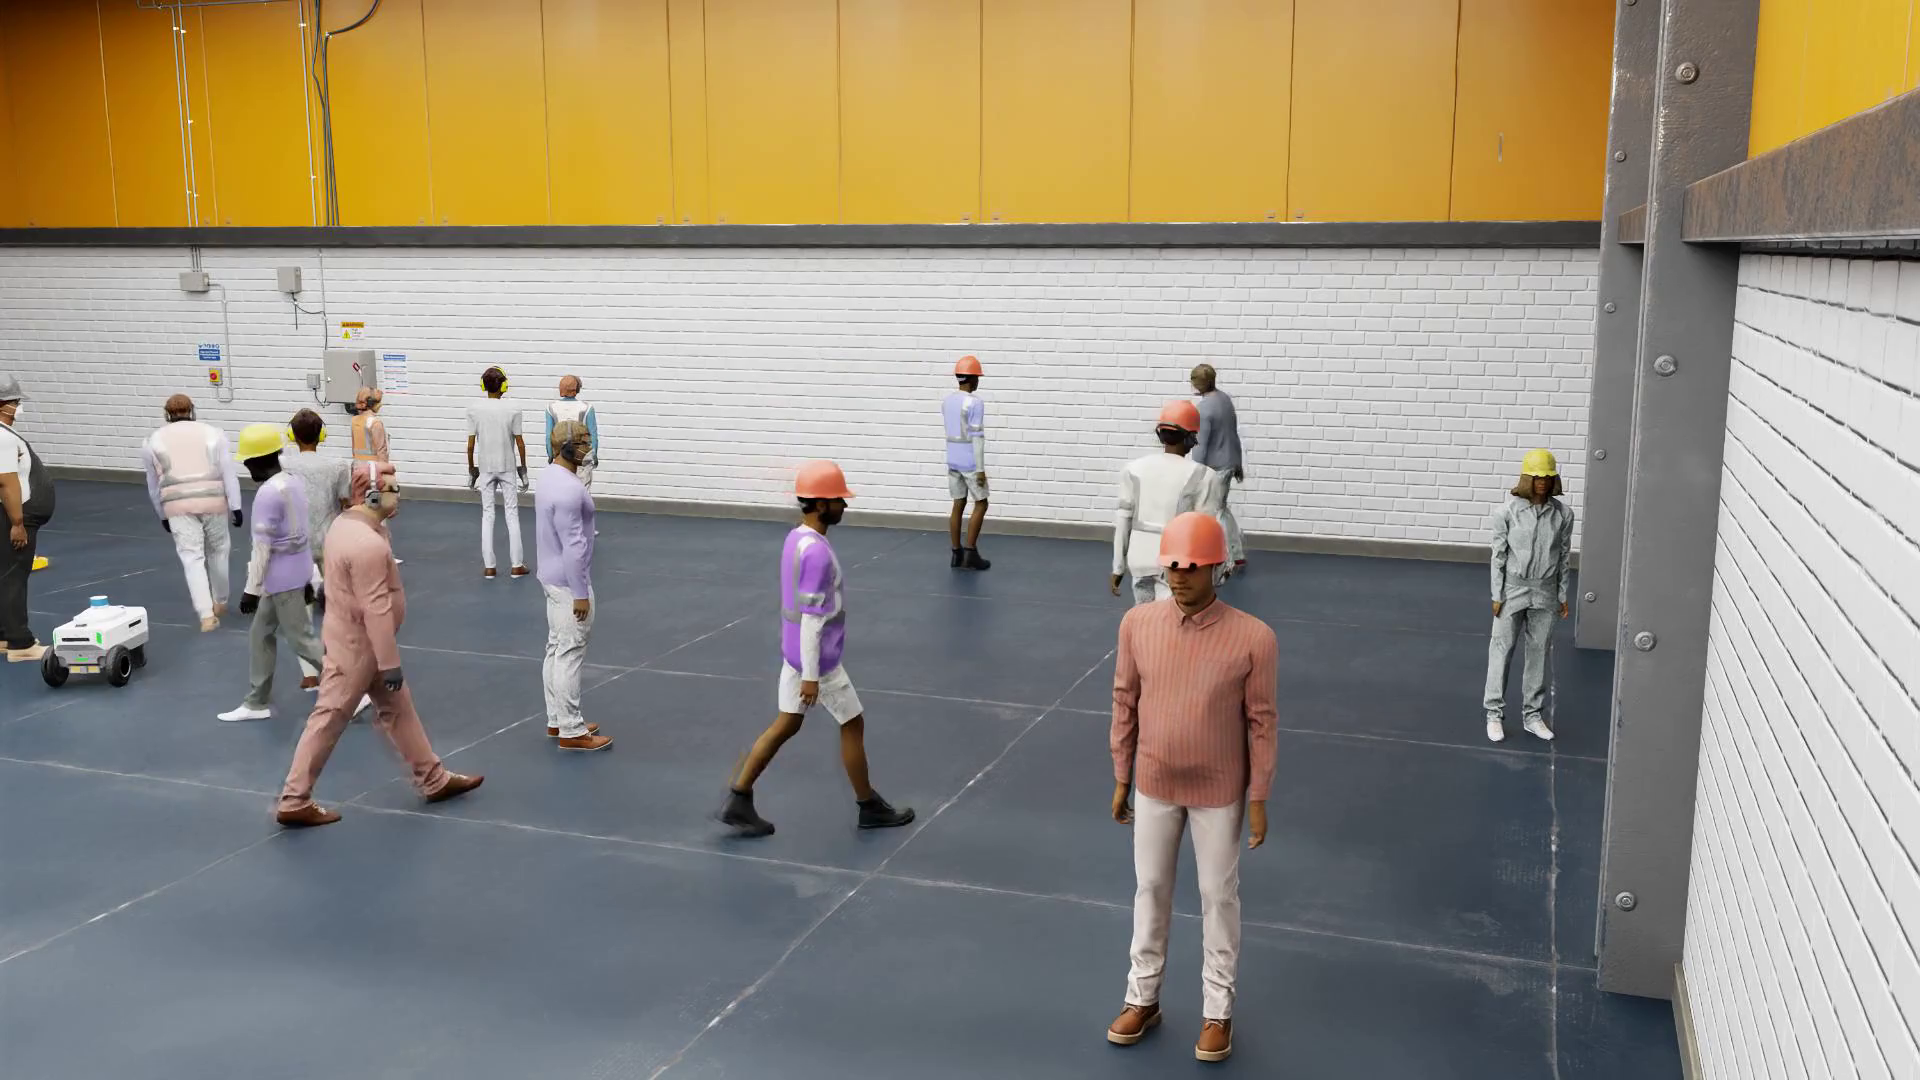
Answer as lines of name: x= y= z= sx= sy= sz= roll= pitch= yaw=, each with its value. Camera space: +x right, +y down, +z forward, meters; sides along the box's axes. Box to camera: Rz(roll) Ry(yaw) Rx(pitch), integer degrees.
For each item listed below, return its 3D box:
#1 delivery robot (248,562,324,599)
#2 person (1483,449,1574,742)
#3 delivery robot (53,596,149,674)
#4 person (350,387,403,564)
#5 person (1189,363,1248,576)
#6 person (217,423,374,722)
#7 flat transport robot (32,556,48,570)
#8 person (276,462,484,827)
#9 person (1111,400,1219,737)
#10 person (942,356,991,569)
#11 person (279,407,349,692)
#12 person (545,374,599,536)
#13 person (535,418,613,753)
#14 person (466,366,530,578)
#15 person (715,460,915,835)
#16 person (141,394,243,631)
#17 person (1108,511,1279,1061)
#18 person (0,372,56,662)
delivery robot: x=-5.286 y=0.261 z=13.272 sx=0.707 sy=0.478 sz=0.477 roll=-6 pitch=12 yaw=-30
person: x=3.368 y=0.327 z=9.816 sx=0.485 sy=1.744 sz=0.309 roll=-1 pitch=10 yaw=-3
delivery robot: x=-5.799 y=0.621 z=11.242 sx=0.477 sy=0.478 sz=0.707 roll=0 pitch=10 yaw=-1
person: x=-5.381 y=-0.582 z=15.226 sx=0.514 sy=1.639 sz=0.310 roll=9 pitch=13 yaw=41
person: x=2.247 y=-0.615 z=14.685 sx=0.481 sy=1.897 sz=0.655 roll=5 pitch=11 yaw=28
person: x=-4.060 y=0.214 z=10.113 sx=0.932 sy=1.879 sz=0.574 roll=-2 pitch=10 yaw=-13
flat transport robot: x=-8.770 y=0.242 z=14.439 sx=0.652 sy=0.197 sz=1.431 roll=3 pitch=11 yaw=19
person: x=-3.012 y=0.524 z=8.438 sx=1.048 sy=1.844 sz=0.657 roll=-5 pitch=11 yaw=-25
person: x=1.268 y=0.153 z=10.114 sx=0.624 sy=1.985 sz=0.919 roll=6 pitch=12 yaw=30
person: x=0.071 y=-0.696 z=15.042 sx=0.392 sy=1.929 sz=0.575 roll=-7 pitch=12 yaw=-35
person: x=-4.252 y=0.068 z=10.964 sx=0.531 sy=1.864 sz=0.337 roll=-5 pitch=11 yaw=-26
person: x=-3.873 y=-0.830 z=16.624 sx=0.523 sy=1.638 sz=0.311 roll=0 pitch=10 yaw=0
person: x=-2.266 y=0.260 z=9.646 sx=0.354 sy=1.936 sz=0.635 roll=-5 pitch=11 yaw=-24
person: x=-4.068 y=-0.589 z=14.638 sx=0.535 sy=1.863 sz=0.309 roll=-1 pitch=10 yaw=-5
person: x=-0.752 y=0.543 z=8.198 sx=0.993 sy=1.898 sz=0.554 roll=-3 pitch=11 yaw=-17
person: x=-5.917 y=-0.231 z=12.849 sx=0.672 sy=1.777 sz=0.929 roll=-5 pitch=11 yaw=-28
person: x=0.826 y=0.880 z=5.992 sx=0.613 sy=1.995 sz=0.391 roll=5 pitch=11 yaw=26
person: x=-6.712 y=-0.175 z=11.803 sx=0.535 sy=2.000 sz=0.684 roll=-9 pitch=14 yaw=-42
